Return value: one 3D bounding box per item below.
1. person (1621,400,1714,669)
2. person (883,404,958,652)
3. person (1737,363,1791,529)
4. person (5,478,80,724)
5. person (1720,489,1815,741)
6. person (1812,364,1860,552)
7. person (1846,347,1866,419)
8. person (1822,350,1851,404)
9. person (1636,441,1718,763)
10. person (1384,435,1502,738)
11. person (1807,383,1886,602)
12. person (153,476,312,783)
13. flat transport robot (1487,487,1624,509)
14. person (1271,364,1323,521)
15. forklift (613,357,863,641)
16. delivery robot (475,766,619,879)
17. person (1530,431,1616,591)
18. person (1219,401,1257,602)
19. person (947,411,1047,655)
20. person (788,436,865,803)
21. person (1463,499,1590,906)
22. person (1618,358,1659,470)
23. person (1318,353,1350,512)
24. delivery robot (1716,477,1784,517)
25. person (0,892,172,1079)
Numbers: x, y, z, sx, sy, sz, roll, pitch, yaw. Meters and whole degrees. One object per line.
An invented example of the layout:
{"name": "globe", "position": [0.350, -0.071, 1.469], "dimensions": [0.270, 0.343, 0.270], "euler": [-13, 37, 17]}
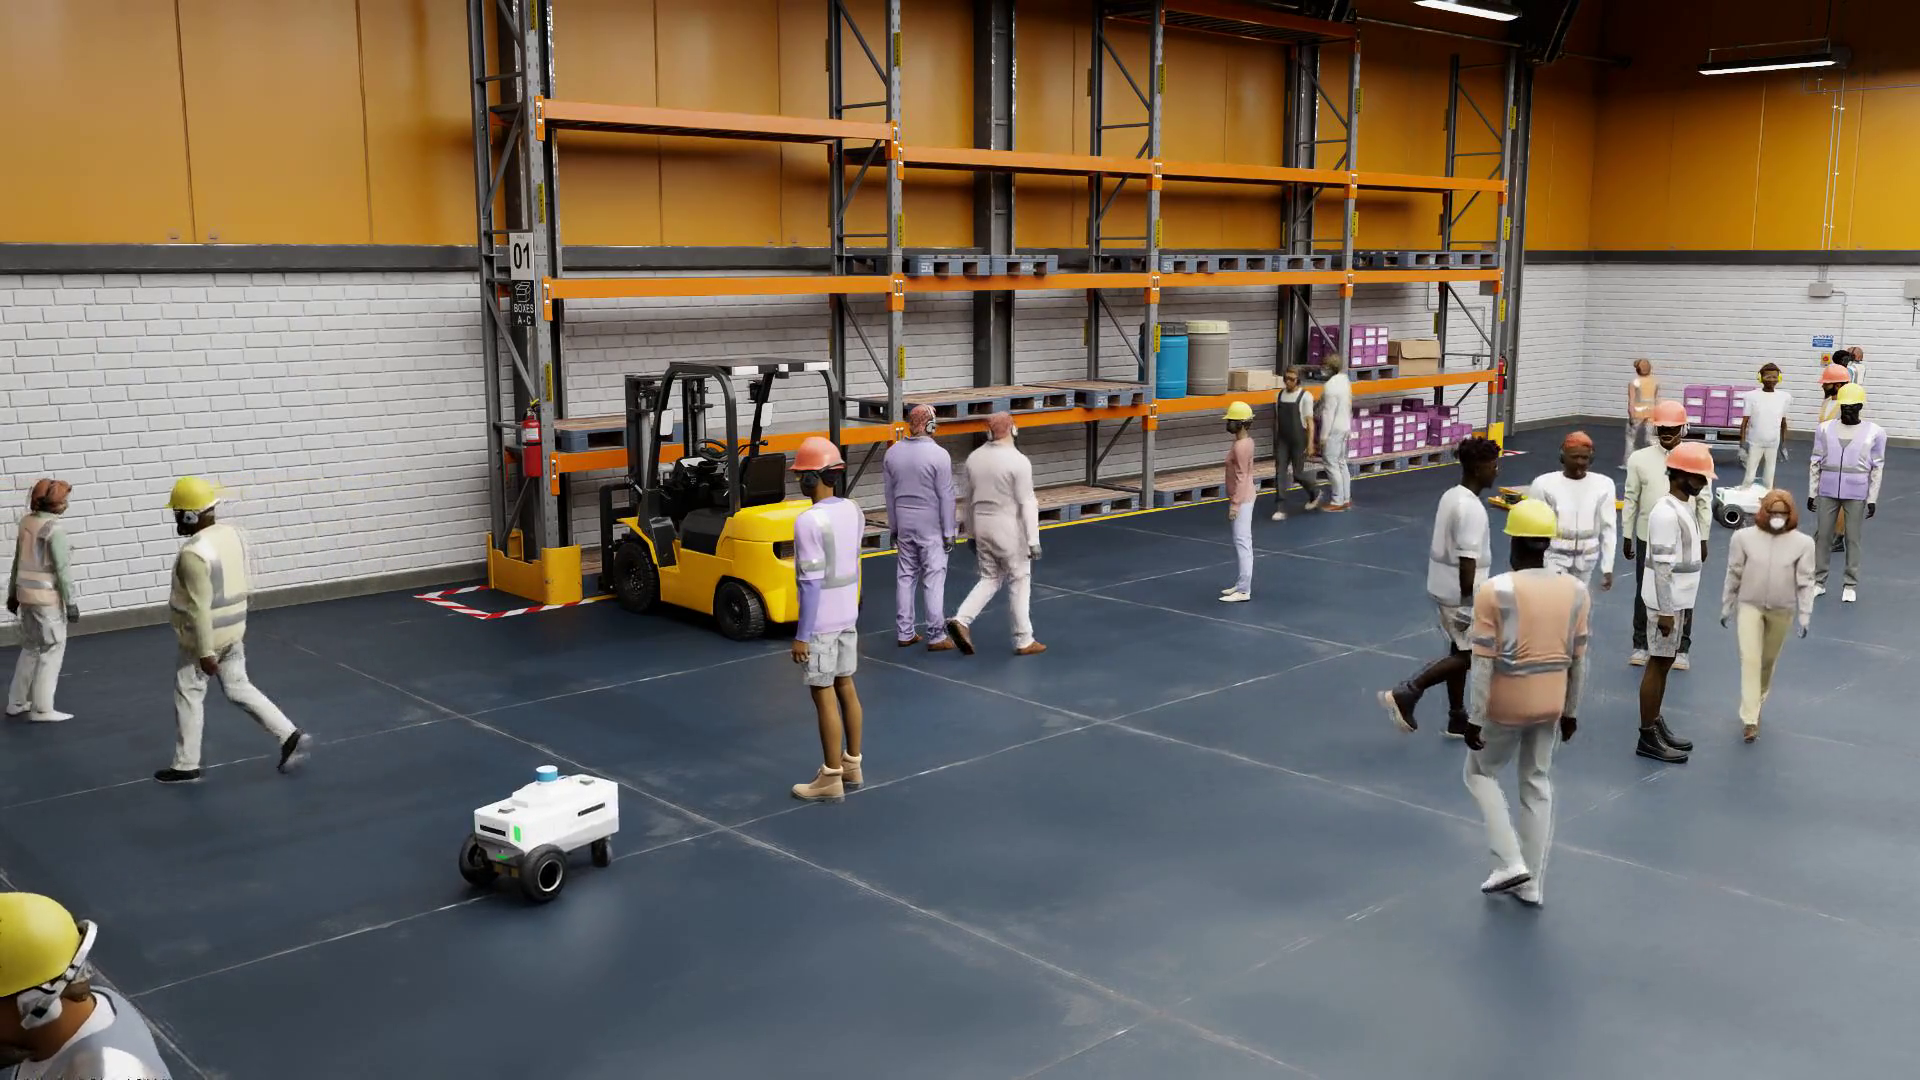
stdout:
{"name": "person", "position": [5.201, -0.037, 12.273], "dimensions": [0.619, 1.989, 0.396], "euler": [5, 11, 29]}
{"name": "person", "position": [-0.275, -0.094, 12.838], "dimensions": [0.638, 1.904, 0.407], "euler": [7, 12, 36]}
{"name": "person", "position": [8.906, -1.031, 18.432], "dimensions": [0.533, 1.863, 0.310], "euler": [1, 10, 7]}
{"name": "person", "position": [-5.963, 0.395, 10.818], "dimensions": [0.573, 1.610, 0.407], "euler": [7, 12, 35]}
{"name": "person", "position": [5.114, 0.456, 10.550], "dimensions": [0.509, 1.577, 0.895], "euler": [3, 10, 19]}
{"name": "person", "position": [8.957, -0.836, 17.085], "dimensions": [0.375, 1.934, 0.547], "euler": [0, 10, -3]}
{"name": "person", "position": [13.808, -2.168, 25.746], "dimensions": [0.515, 1.641, 0.309], "euler": [-8, 12, -38]}
{"name": "person", "position": [12.605, -1.889, 23.943], "dimensions": [0.539, 1.695, 0.318], "euler": [-6, 11, -32]}
{"name": "person", "position": [4.324, 0.365, 10.059], "dimensions": [0.369, 1.933, 0.543], "euler": [6, 11, 31]}
{"name": "person", "position": [3.033, 0.313, 10.332], "dimensions": [0.625, 1.945, 0.615], "euler": [0, 10, 2]}
{"name": "person", "position": [7.789, -0.419, 14.662], "dimensions": [0.586, 1.928, 0.364], "euler": [8, 13, 41]}
{"name": "person", "position": [-4.237, 0.519, 9.548], "dimensions": [0.822, 1.808, 0.587], "euler": [1, 10, 5]}
{"name": "flat transport robot", "position": [7.169, -0.510, 20.039], "dimensions": [1.431, 0.197, 0.652], "euler": [-1, 10, -6]}
{"name": "person", "position": [3.886, -1.141, 19.230], "dimensions": [0.514, 1.819, 0.755], "euler": [9, 13, 42]}
{"name": "forklift", "position": [-1.847, -0.414, 13.852], "dimensions": [1.214, 2.155, 2.313], "euler": [-9, 13, -42]}
{"name": "delivery robot", "position": [-1.998, 1.342, 8.090], "dimensions": [0.477, 0.478, 0.707], "euler": [6, 11, 33]}
{"name": "person", "position": [4.247, 0.152, 11.608], "dimensions": [0.580, 1.836, 0.995], "euler": [1, 10, 3]}
{"name": "person", "position": [2.448, -0.335, 14.645], "dimensions": [0.314, 1.769, 0.523], "euler": [3, 10, 15]}
{"name": "person", "position": [0.271, -0.031, 12.580], "dimensions": [0.744, 1.874, 0.736], "euler": [-9, 13, -42]}
{"name": "person", "position": [-0.770, 0.442, 9.285], "dimensions": [0.394, 2.042, 0.611], "euler": [5, 11, 25]}
{"name": "person", "position": [2.624, 0.759, 7.791], "dimensions": [0.617, 1.913, 0.421], "euler": [-2, 10, -13]}
{"name": "person", "position": [9.594, -1.738, 23.302], "dimensions": [0.509, 1.607, 0.756], "euler": [-2, 10, -12]}
{"name": "person", "position": [4.465, -1.268, 19.748], "dimensions": [0.346, 1.907, 0.780], "euler": [5, 11, 29]}
{"name": "delivery robot", "position": [8.880, -0.461, 18.649], "dimensions": [0.707, 0.478, 0.477], "euler": [2, 10, 14]}
{"name": "person", "position": [-1.776, 1.567, 3.441], "dimensions": [0.485, 1.801, 0.603], "euler": [-7, 12, -37]}
